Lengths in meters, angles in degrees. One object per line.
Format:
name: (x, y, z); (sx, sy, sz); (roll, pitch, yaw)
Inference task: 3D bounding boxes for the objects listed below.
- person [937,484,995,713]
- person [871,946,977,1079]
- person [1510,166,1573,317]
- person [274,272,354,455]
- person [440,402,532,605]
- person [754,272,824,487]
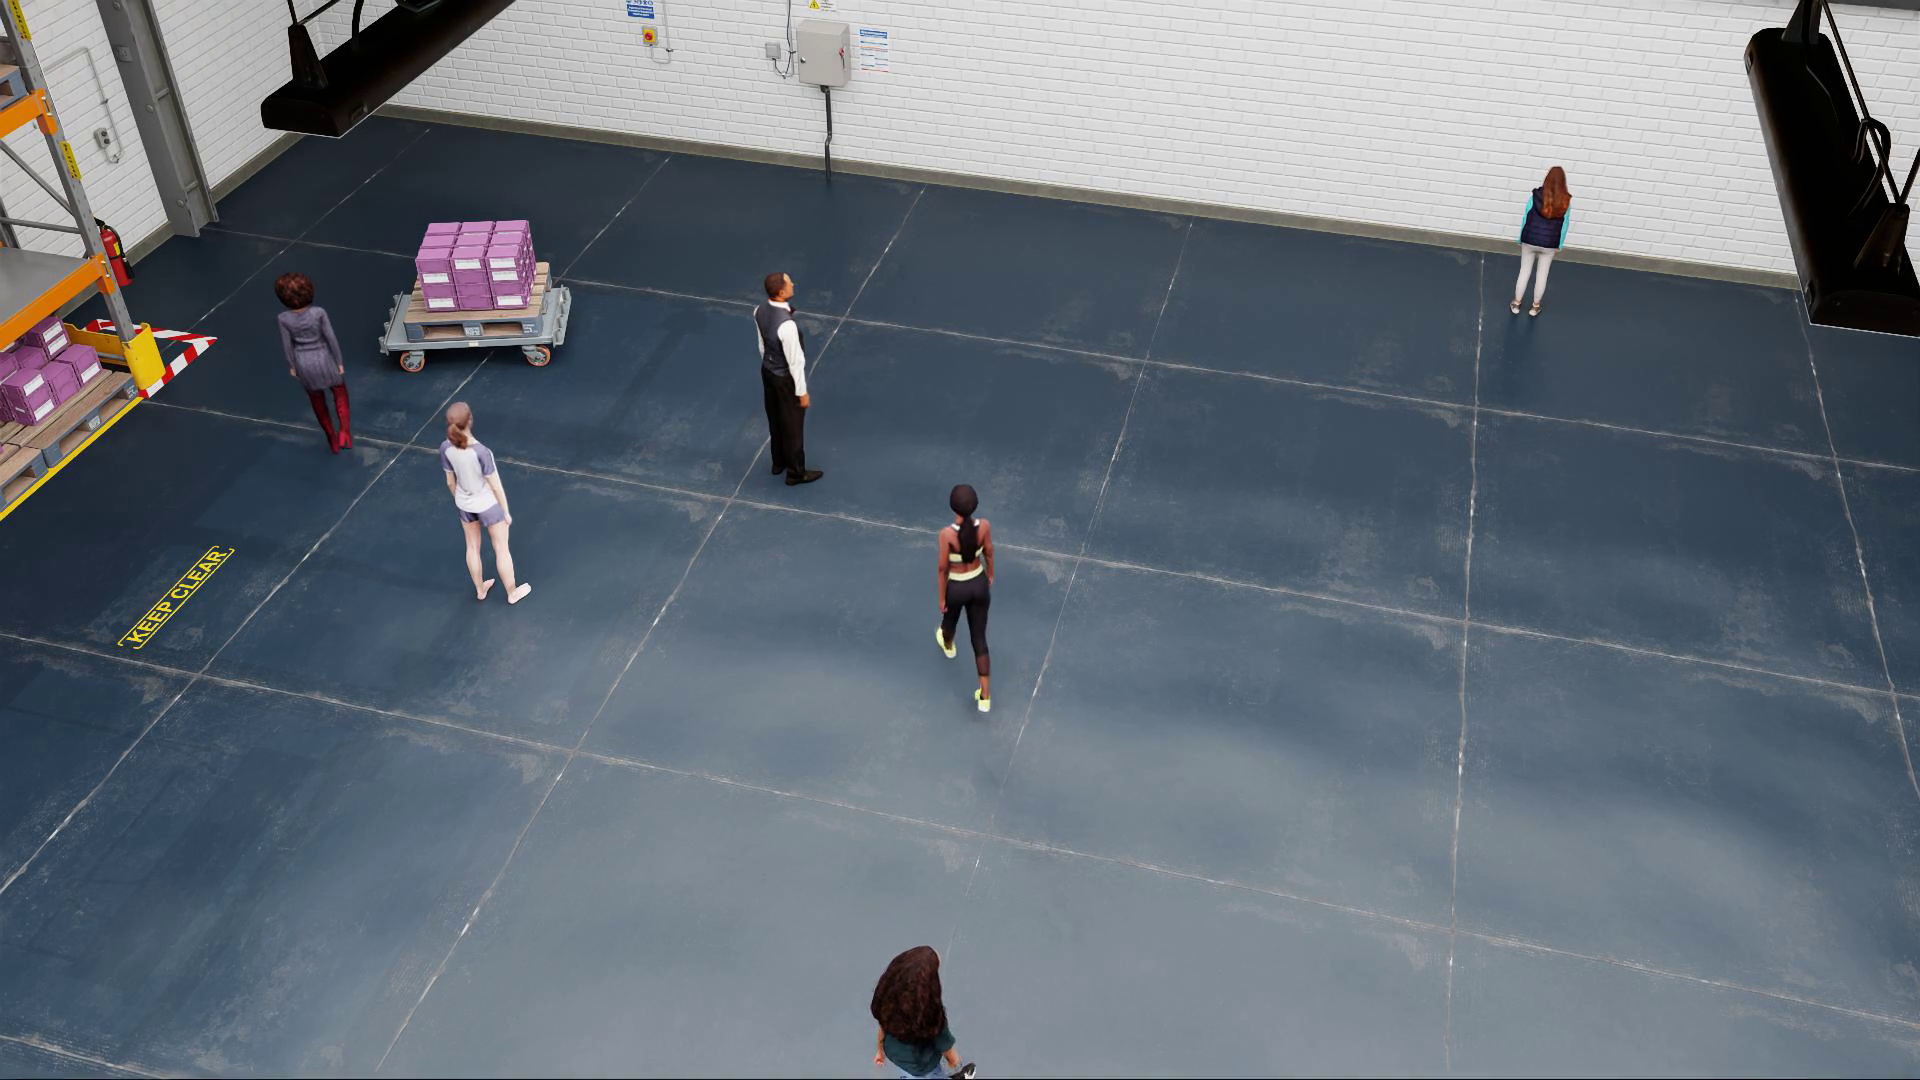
person: (0.076, 0.425, 11.507); (1.011, 1.706, 1.221); (-11, 40, -13)
person: (-0.294, 2.772, 8.679); (1.193, 1.568, 0.981); (-31, 48, -33)
person: (5.502, -2.837, 15.757); (0.593, 1.500, 0.595); (13, 40, 16)
person: (-5.338, -1.403, 13.801); (0.782, 1.700, 0.856); (-14, 41, -16)
person: (-3.566, -0.267, 12.324); (0.571, 1.768, 0.552); (9, 39, 11)
person: (-1.435, -1.315, 13.515); (0.797, 1.919, 0.776); (-27, 46, -29)
